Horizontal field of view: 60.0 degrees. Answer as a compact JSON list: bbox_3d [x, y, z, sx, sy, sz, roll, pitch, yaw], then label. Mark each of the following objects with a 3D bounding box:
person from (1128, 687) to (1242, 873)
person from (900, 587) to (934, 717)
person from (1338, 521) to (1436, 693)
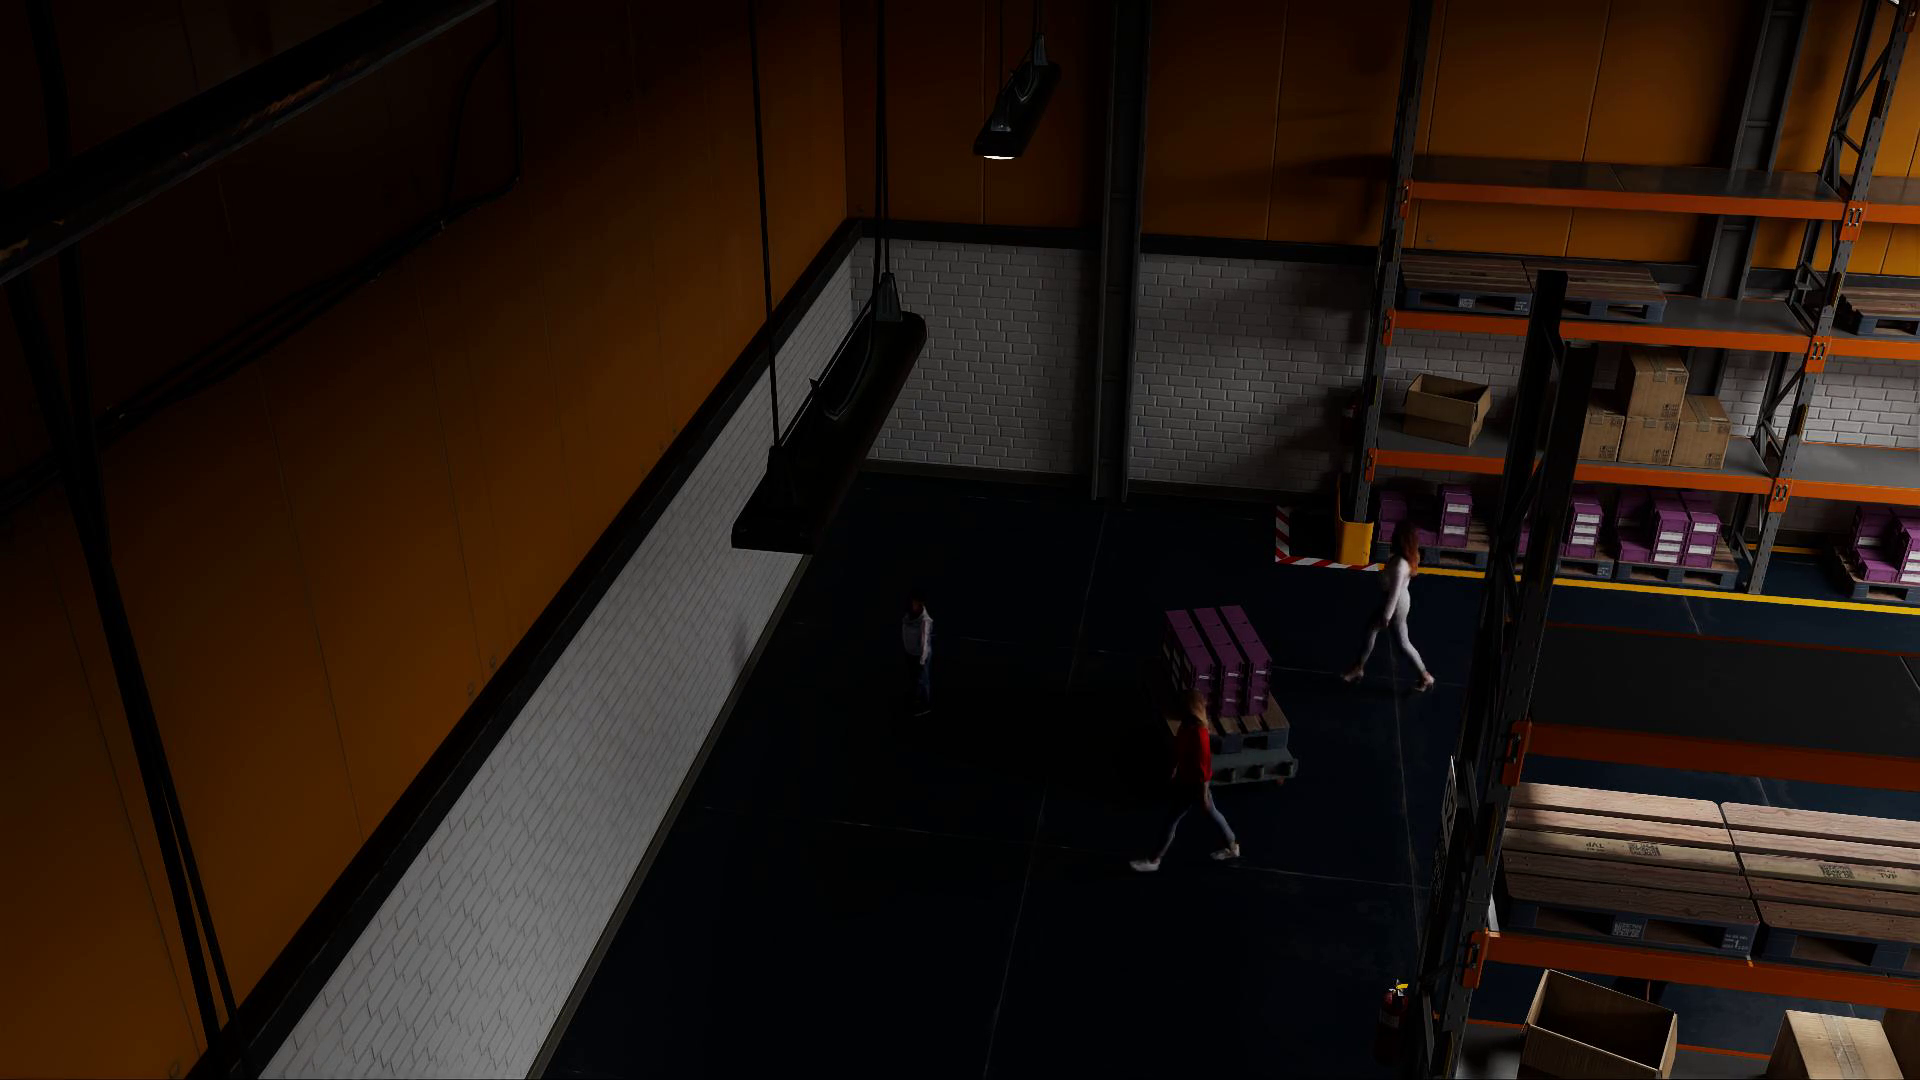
[{"bbox_3d":[1.883,1.880,12.834,1.206,1.653,0.836,-2,29,-3],"label":"person"},{"bbox_3d":[-0.378,0.968,14.916,0.614,1.260,0.560,-15,32,-25],"label":"person"},{"bbox_3d":[4.003,0.666,14.986,1.094,1.723,0.657,8,30,14],"label":"person"}]
